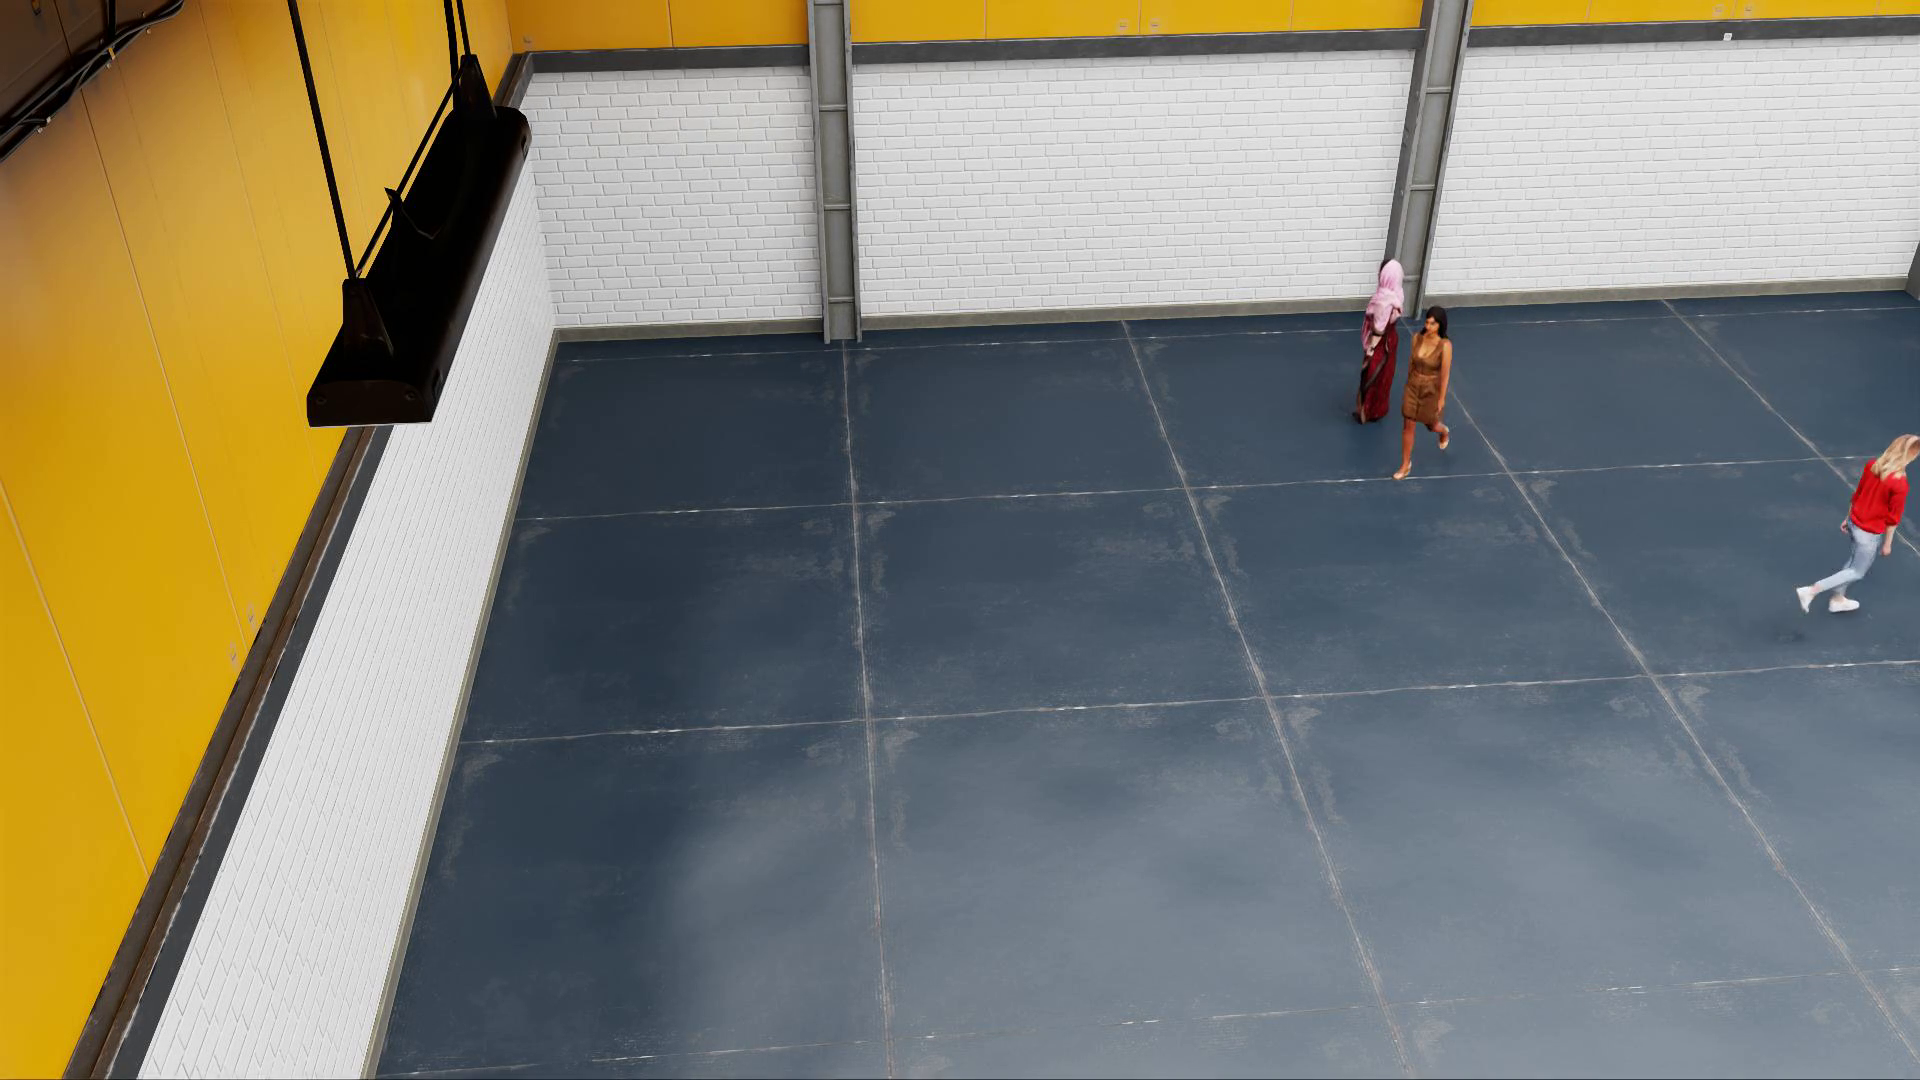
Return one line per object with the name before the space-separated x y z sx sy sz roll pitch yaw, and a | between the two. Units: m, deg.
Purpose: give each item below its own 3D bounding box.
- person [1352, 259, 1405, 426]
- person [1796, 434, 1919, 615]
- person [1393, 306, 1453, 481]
person | 3.966 -1.881 15.649 0.792 1.639 0.760 18 38 25
person | 6.952 -0.049 12.862 0.886 1.673 0.630 -6 34 -10
person | 4.185 -1.333 14.797 1.033 1.670 0.926 -28 43 -35
